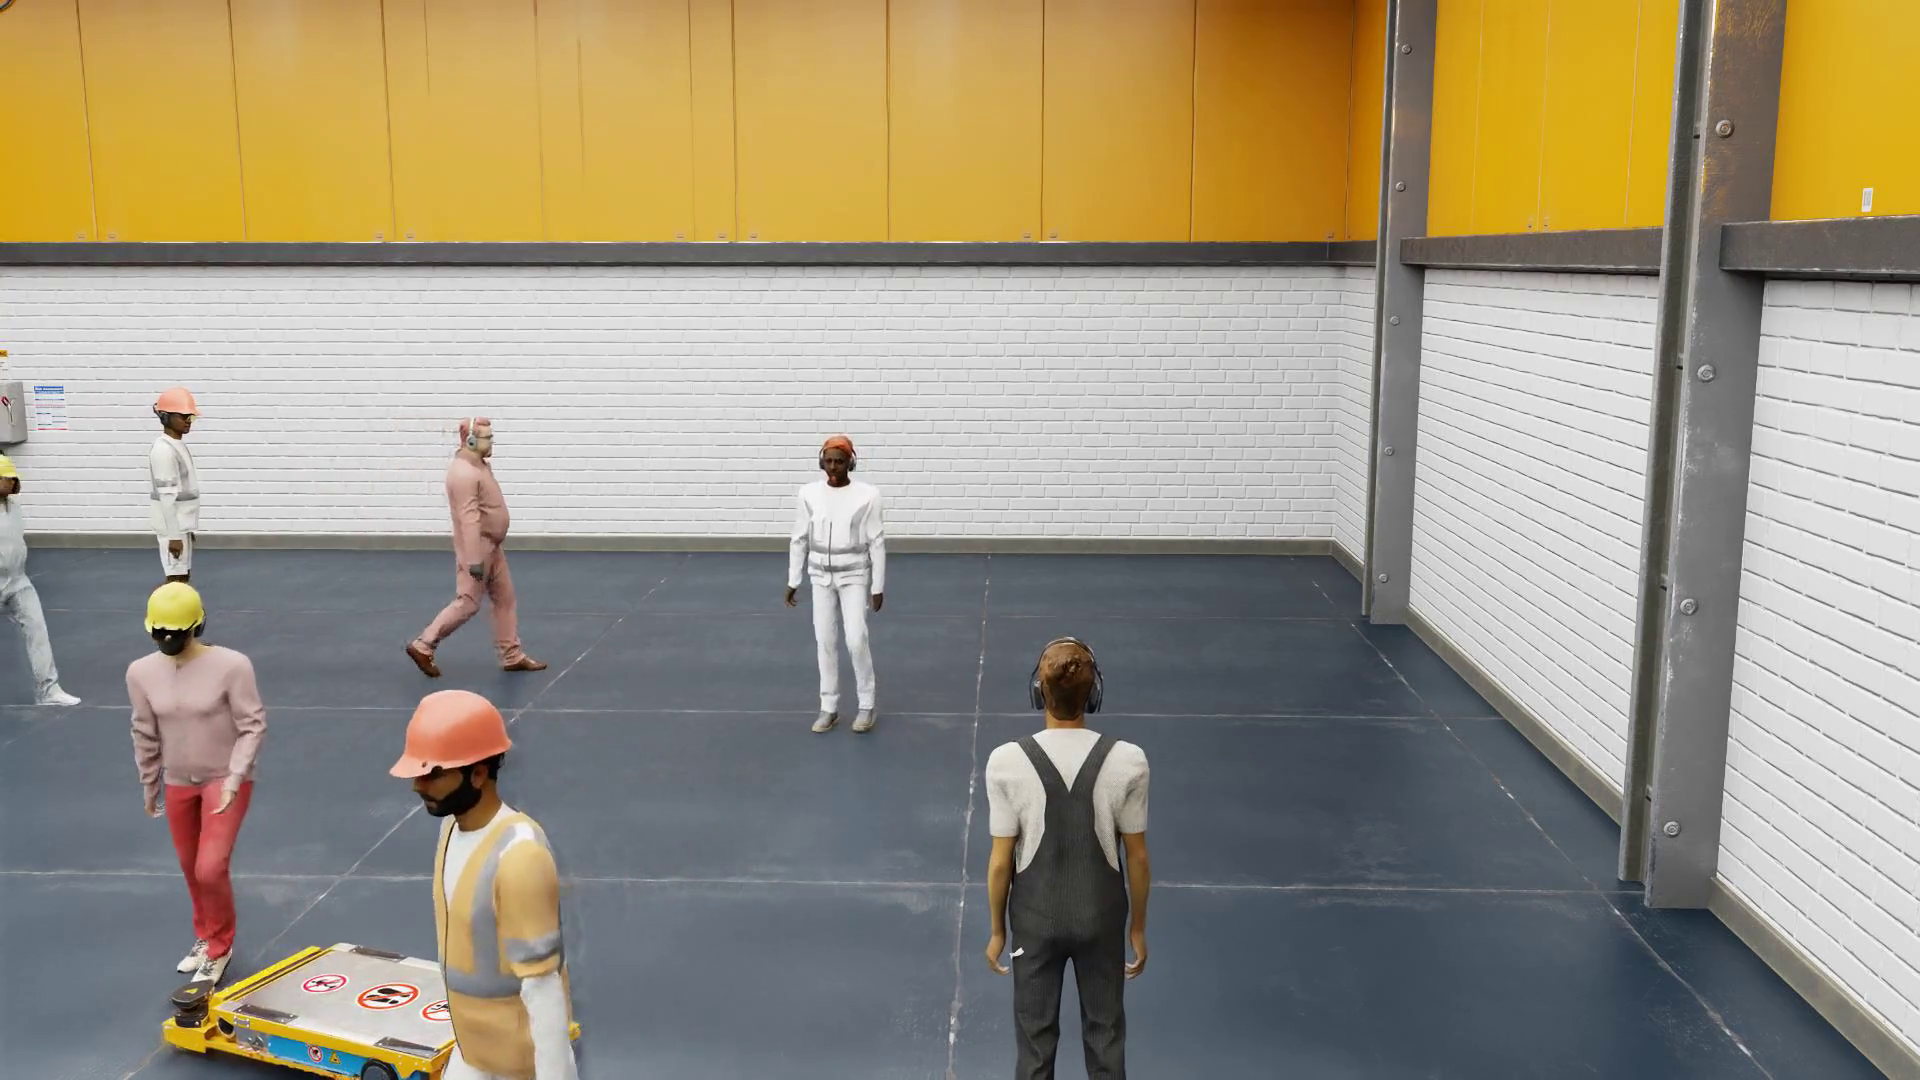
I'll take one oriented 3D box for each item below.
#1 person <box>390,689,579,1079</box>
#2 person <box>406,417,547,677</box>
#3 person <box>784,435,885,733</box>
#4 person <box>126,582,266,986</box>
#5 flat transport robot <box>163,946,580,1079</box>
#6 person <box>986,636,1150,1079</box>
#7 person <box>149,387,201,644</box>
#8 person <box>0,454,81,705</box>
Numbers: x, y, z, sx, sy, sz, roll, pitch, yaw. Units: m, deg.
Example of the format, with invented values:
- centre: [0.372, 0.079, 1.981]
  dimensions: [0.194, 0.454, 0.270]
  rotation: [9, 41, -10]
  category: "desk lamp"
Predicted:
- centre: [-1.102, 1.297, 4.497]
  dimensions: [0.894, 1.905, 0.577]
  rotation: [-8, 13, -39]
  category: "person"
- centre: [-3.478, 0.055, 11.816]
  dimensions: [0.900, 1.875, 0.653]
  rotation: [-1, 10, -7]
  category: "person"
- centre: [-0.782, 0.276, 10.500]
  dimensions: [0.602, 1.880, 0.419]
  rotation: [3, 10, 18]
  category: "person"
- centre: [-3.076, 0.986, 6.799]
  dimensions: [0.548, 1.710, 0.577]
  rotation: [1, 10, 4]
  category: "person"
- centre: [-2.223, 1.800, 6.276]
  dimensions: [1.431, 0.197, 0.652]
  rotation: [4, 11, 23]
  category: "flat transport robot"
- centre: [0.331, 1.205, 5.156]
  dimensions: [0.505, 1.847, 0.344]
  rotation: [0, 10, 0]
  category: "person"
- centre: [-5.729, -0.102, 12.238]
  dimensions: [0.394, 2.040, 0.609]
  rotation: [-3, 10, -17]
  category: "person"
- centre: [-6.368, 0.273, 11.002]
  dimensions: [0.886, 1.702, 0.490]
  rotation: [1, 10, 7]
  category: "person"
